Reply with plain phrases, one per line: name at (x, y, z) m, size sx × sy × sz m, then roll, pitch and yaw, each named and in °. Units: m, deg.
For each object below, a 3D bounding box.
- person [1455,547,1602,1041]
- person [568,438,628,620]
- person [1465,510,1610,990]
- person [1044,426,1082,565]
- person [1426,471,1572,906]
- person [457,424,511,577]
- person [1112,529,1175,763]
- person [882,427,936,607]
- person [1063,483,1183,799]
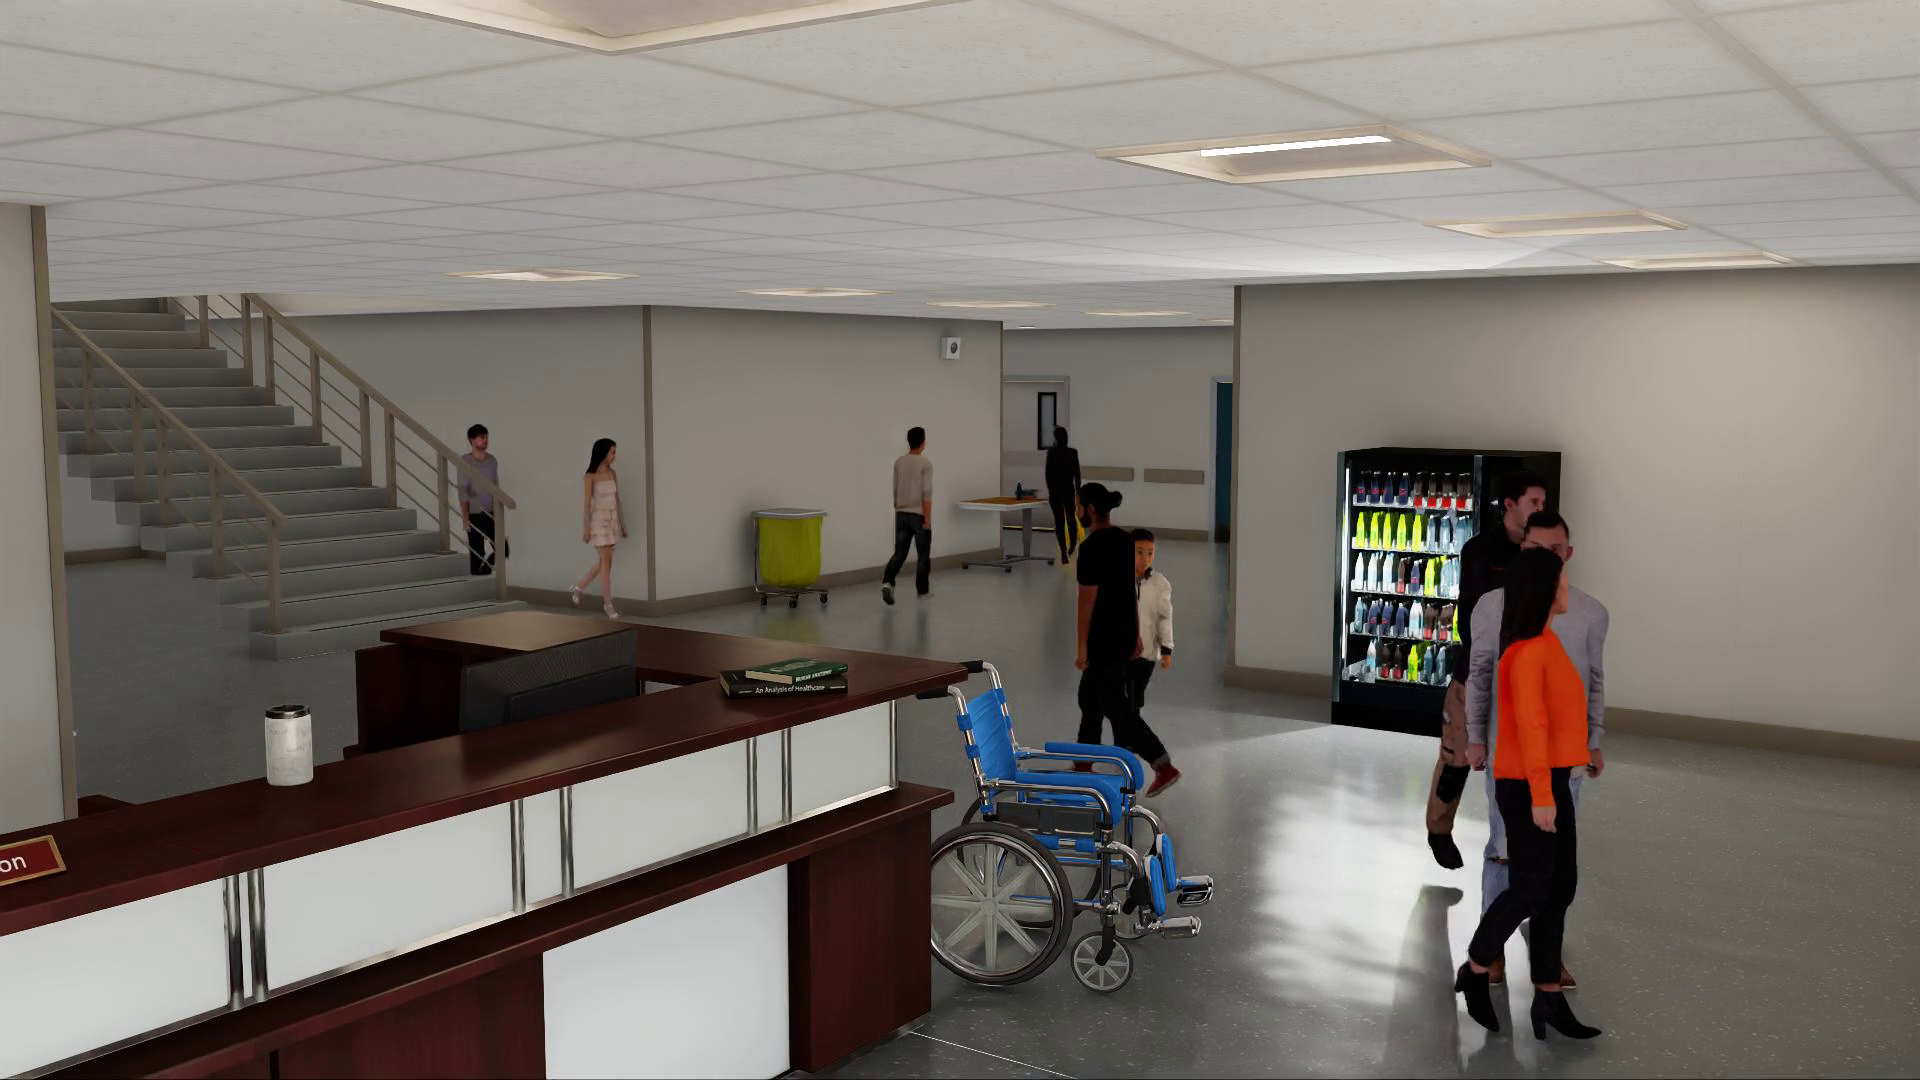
person at (1.986, 0.900, 5.883) m, size 0.748 × 1.726 × 0.725 m, roll 5°, pitch 7°, yaw 38°
person at (-3.475, -0.100, 15.899) m, size 0.982 × 1.710 × 0.659 m, roll 3°, pitch 7°, yaw 29°
person at (2.218, 0.789, 6.431) m, size 0.694 × 1.837 × 0.828 m, roll 1°, pitch 6°, yaw 5°
person at (1.234, -0.498, 20.140) m, size 1.047 × 1.653 × 1.021 m, roll 0°, pitch 6°, yaw 3°
person at (2.382, 0.659, 7.564) m, size 1.241 × 1.869 × 1.321 m, roll -1°, pitch 6°, yaw -12°
person at (-4.861, -0.242, 16.687) m, size 0.694 × 1.835 × 0.694 m, roll 4°, pitch 7°, yaw 31°
person at (1.000, 0.656, 9.874) m, size 0.954 × 1.414 × 1.014 m, roll -1°, pitch 6°, yaw -9°
person at (-0.527, -0.213, 16.707) m, size 1.110 × 1.774 × 0.817 m, roll 3°, pitch 6°, yaw 27°
person at (0.887, 0.576, 9.119) m, size 1.128 × 1.723 × 0.730 m, roll 4°, pitch 7°, yaw 32°
